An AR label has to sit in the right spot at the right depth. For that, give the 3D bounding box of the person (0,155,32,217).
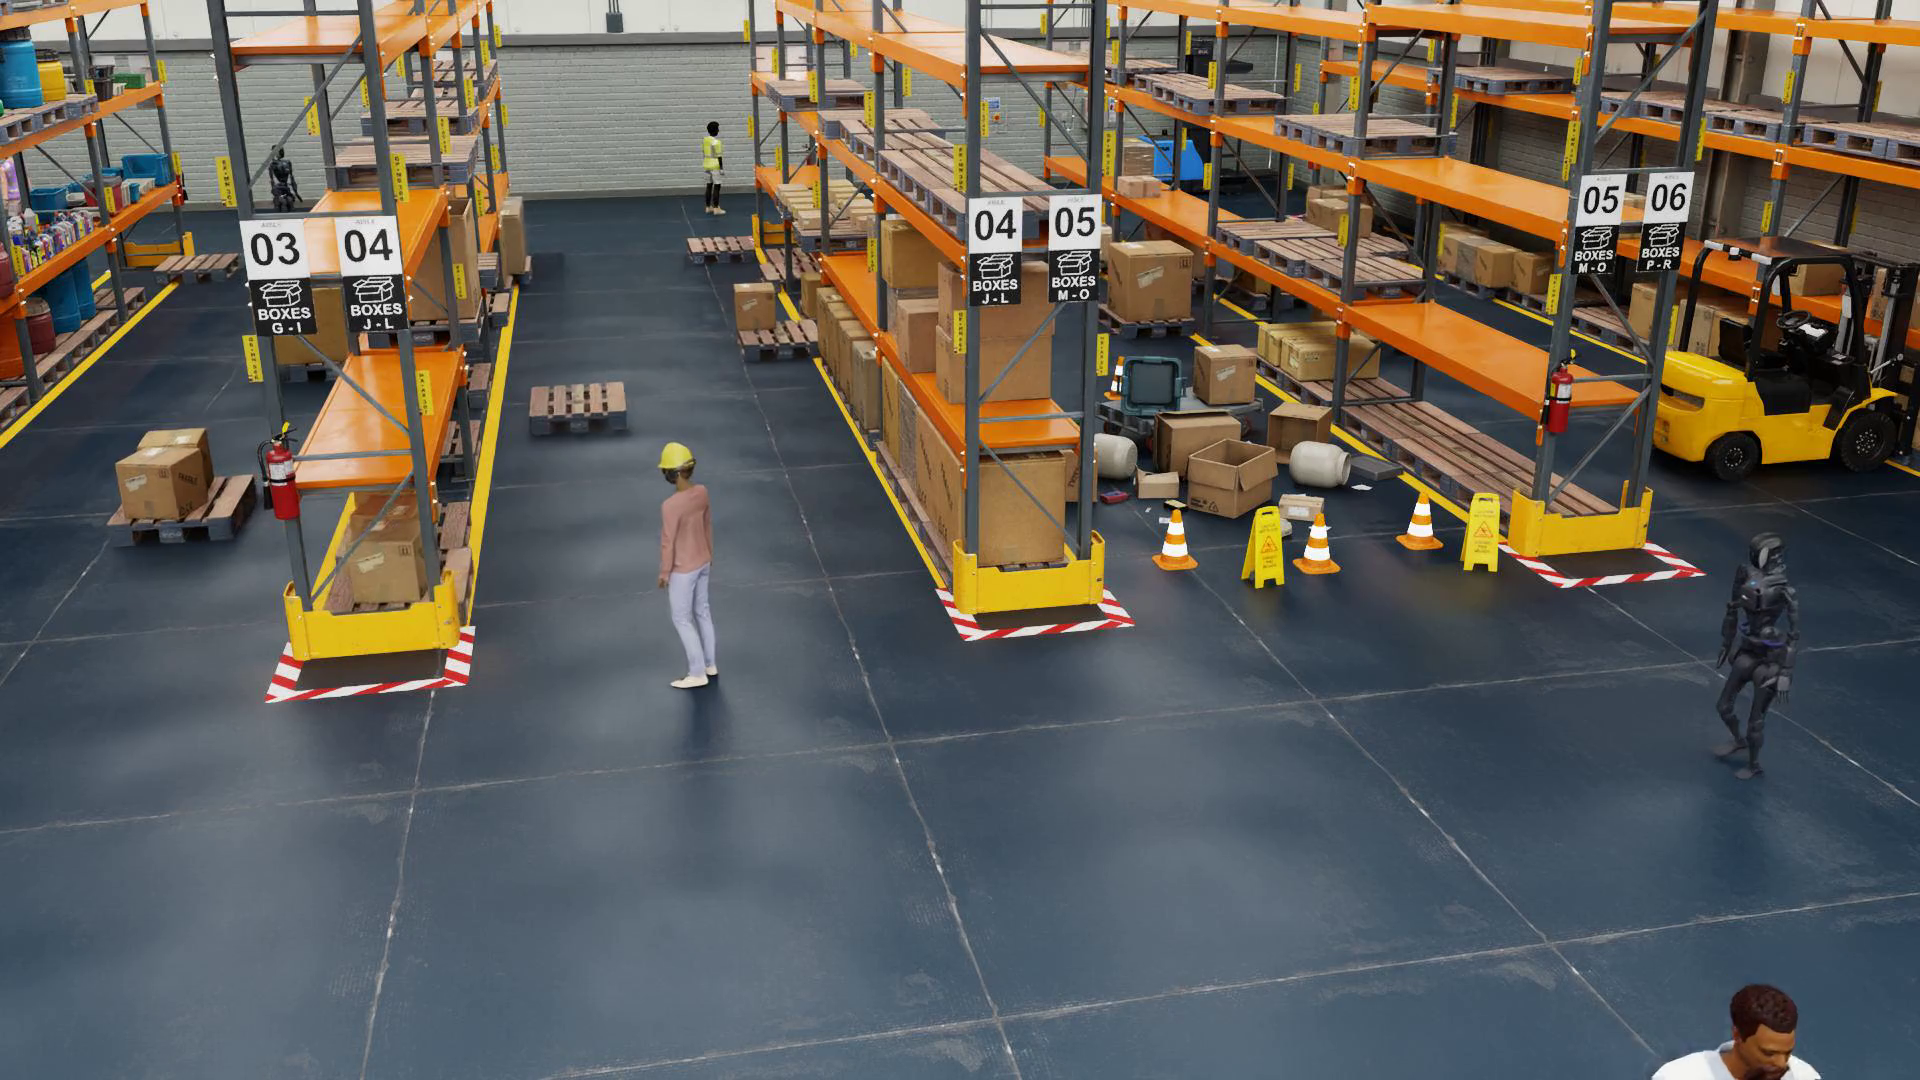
[{"bbox_3d":[-15.368,-5.567,27.157,0.345,1.688,0.489,11,23,26],"label":"person"}]

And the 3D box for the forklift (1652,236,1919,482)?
[{"bbox_3d":[8.013,-1.814,16.330,2.313,2.155,1.214,-4,21,-12],"label":"forklift"}]

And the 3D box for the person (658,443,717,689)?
[{"bbox_3d":[-1.908,0.175,11.601,0.352,1.754,0.533,8,22,20],"label":"person"}]

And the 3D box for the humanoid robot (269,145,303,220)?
[{"bbox_3d":[-11.276,-5.749,27.671,0.442,1.647,0.587,7,21,17],"label":"humanoid robot"}]

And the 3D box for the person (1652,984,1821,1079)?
[{"bbox_3d":[2.549,2.308,5.633,0.606,1.908,0.501,-3,21,-8],"label":"person"}]

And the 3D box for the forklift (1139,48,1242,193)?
[{"bbox_3d":[4.566,-8.313,32.860,1.873,2.768,1.129,-4,21,-12],"label":"forklift"}]

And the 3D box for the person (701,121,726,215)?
[{"bbox_3d":[-4.531,-6.834,30.567,0.537,1.687,0.319,18,27,40],"label":"person"}]

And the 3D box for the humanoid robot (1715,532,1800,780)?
[{"bbox_3d":[4.942,0.715,10.272,0.410,1.642,0.610,-6,21,-16],"label":"humanoid robot"}]
